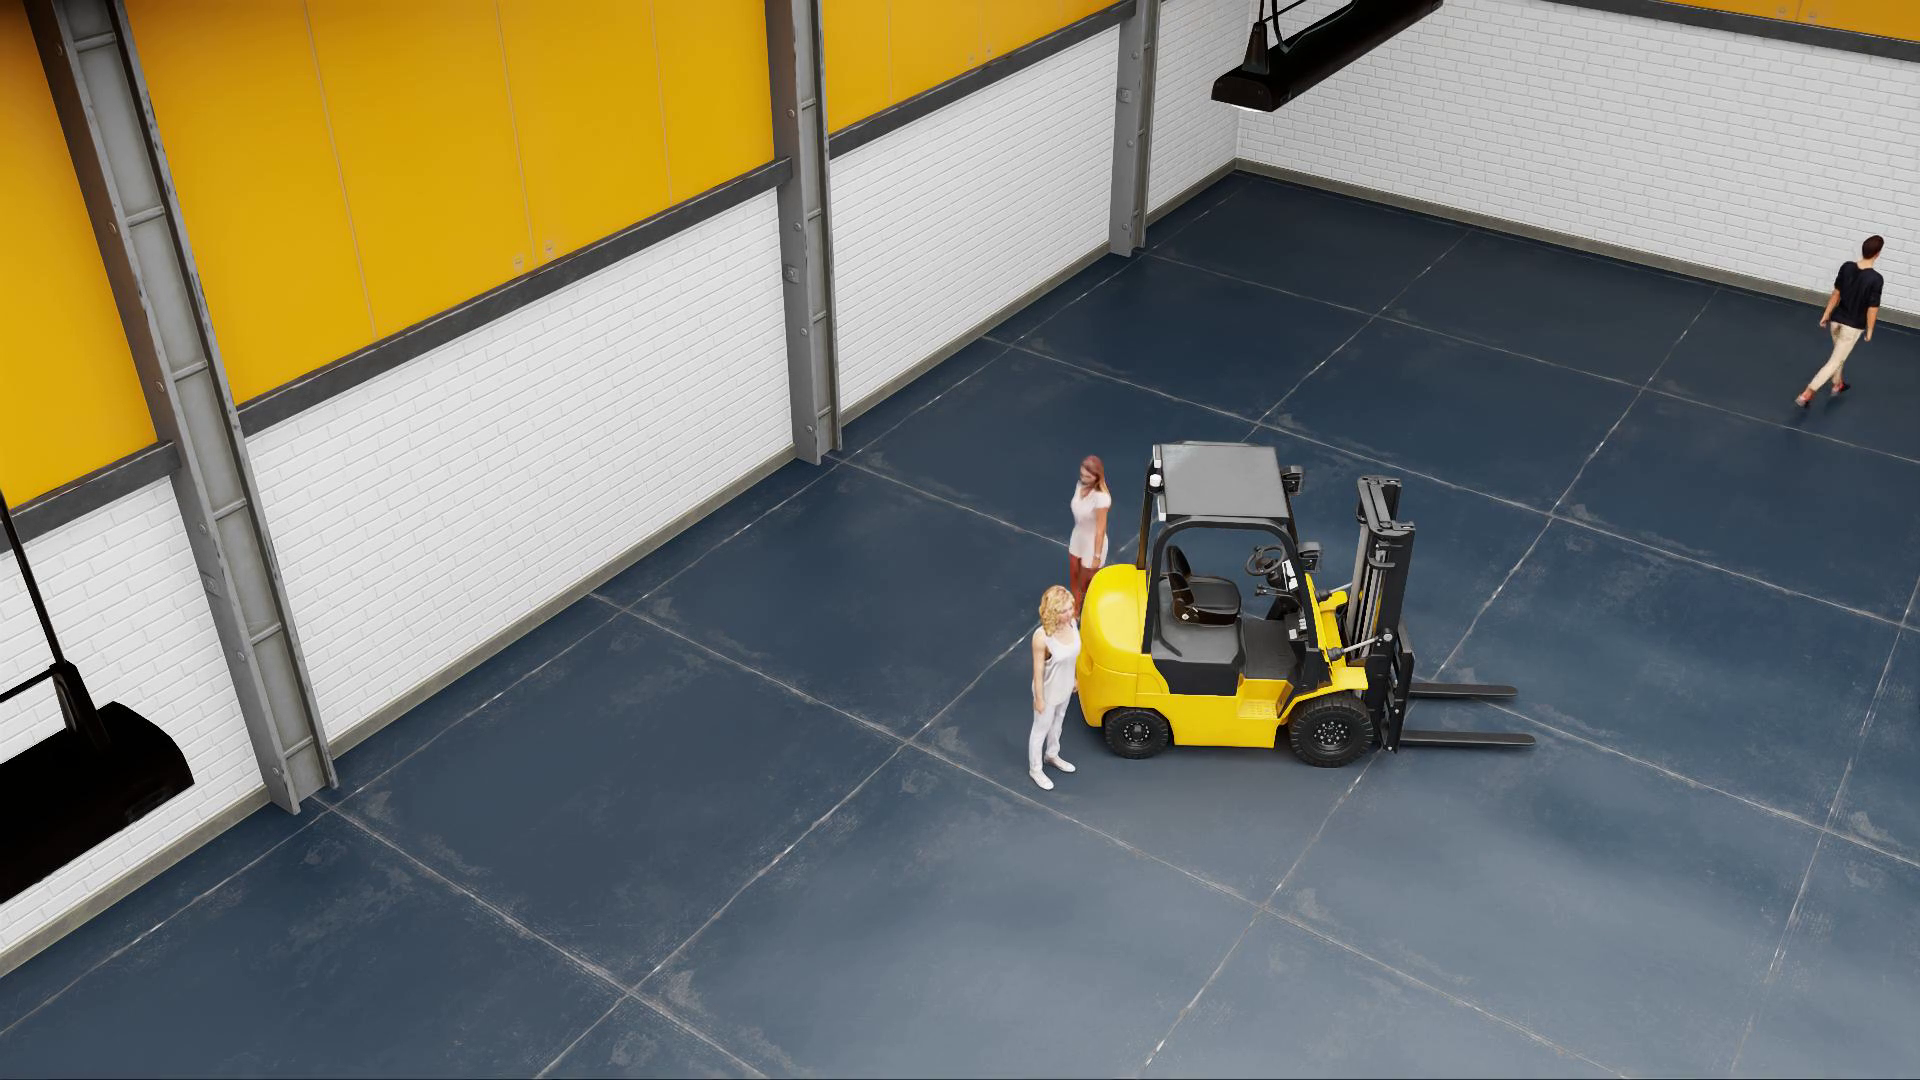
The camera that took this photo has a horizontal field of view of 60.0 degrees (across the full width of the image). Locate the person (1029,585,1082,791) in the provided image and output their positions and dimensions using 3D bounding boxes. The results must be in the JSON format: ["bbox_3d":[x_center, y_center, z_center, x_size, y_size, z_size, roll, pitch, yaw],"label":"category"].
[{"bbox_3d":[0.669,1.031,11.996,0.683,1.670,0.519,27,42,35],"label":"person"}]

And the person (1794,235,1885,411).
[{"bbox_3d":[8.811,-2.129,16.614,1.279,1.822,1.023,-16,37,-23],"label":"person"}]
